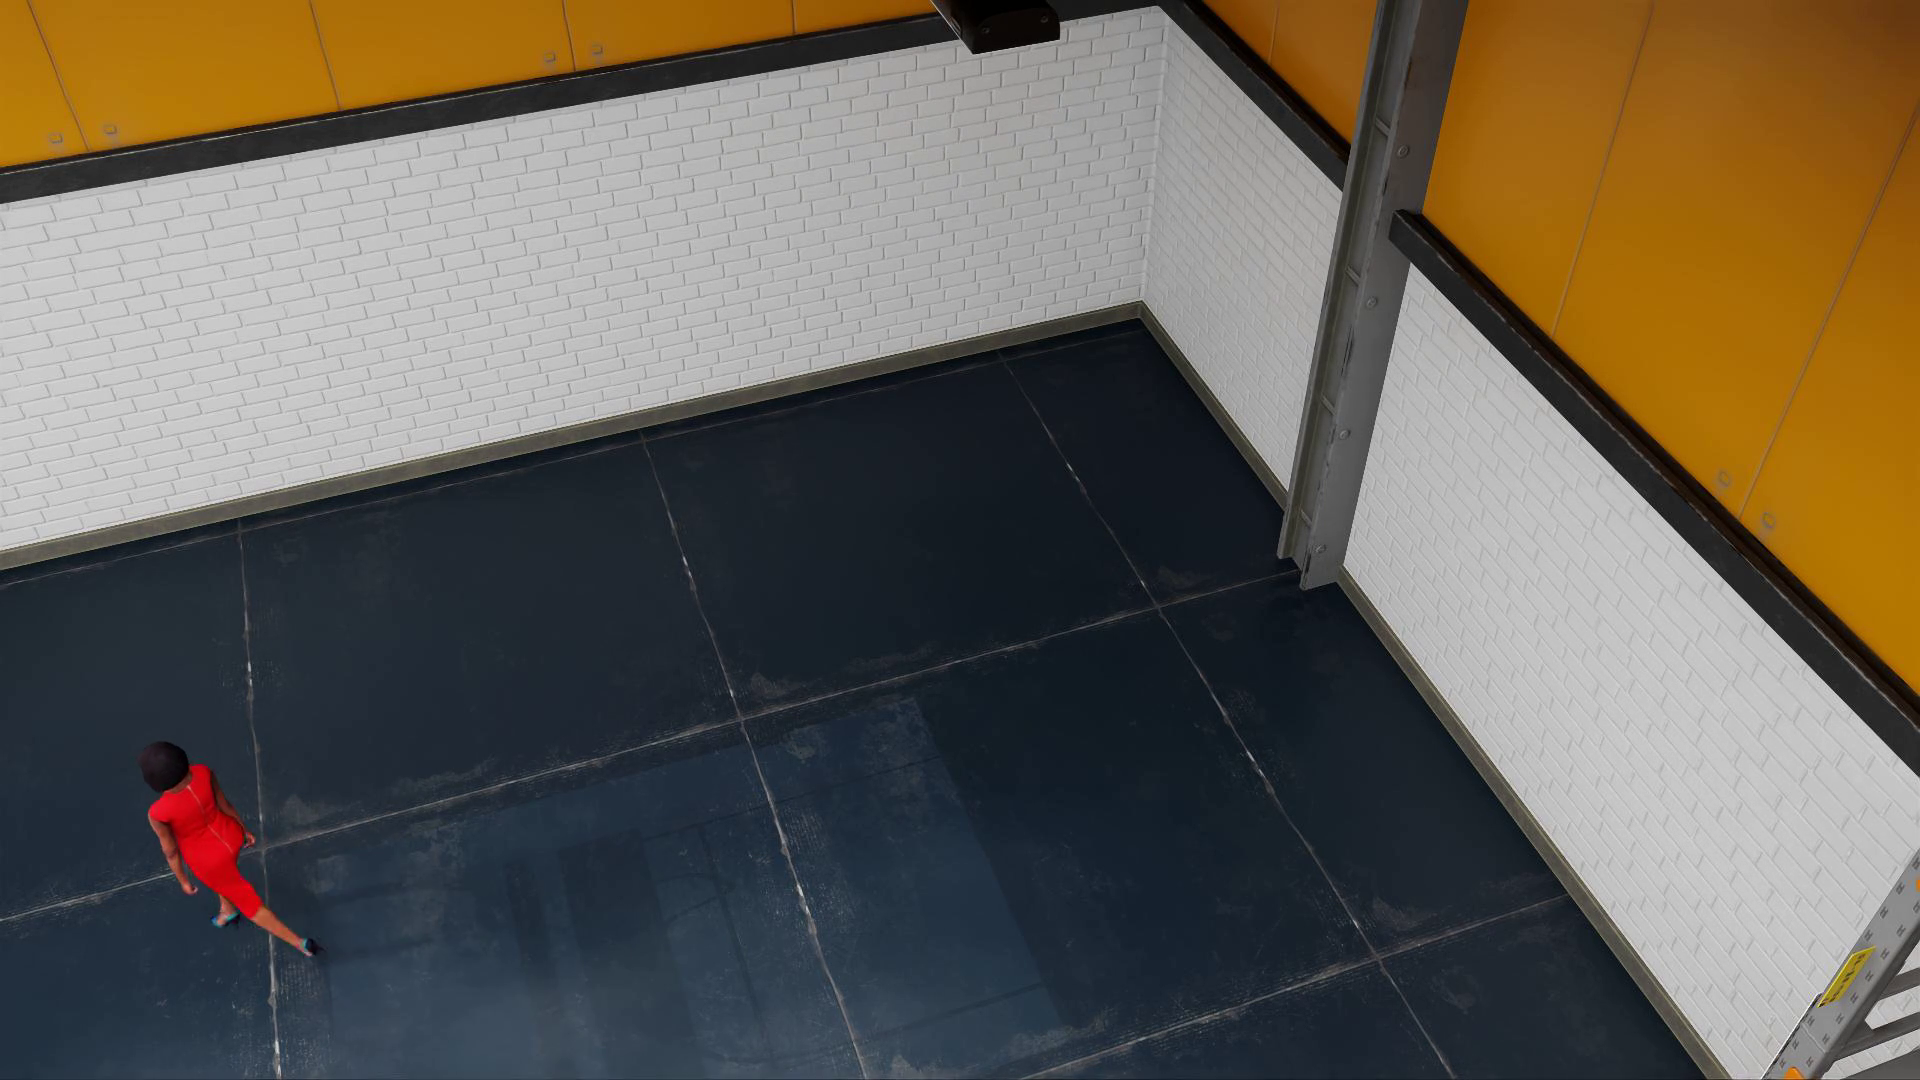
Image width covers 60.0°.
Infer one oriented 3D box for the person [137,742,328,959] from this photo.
[{"bbox_3d":[-3.970,1.747,9.055,1.096,1.699,1.090,15,46,15],"label":"person"}]
